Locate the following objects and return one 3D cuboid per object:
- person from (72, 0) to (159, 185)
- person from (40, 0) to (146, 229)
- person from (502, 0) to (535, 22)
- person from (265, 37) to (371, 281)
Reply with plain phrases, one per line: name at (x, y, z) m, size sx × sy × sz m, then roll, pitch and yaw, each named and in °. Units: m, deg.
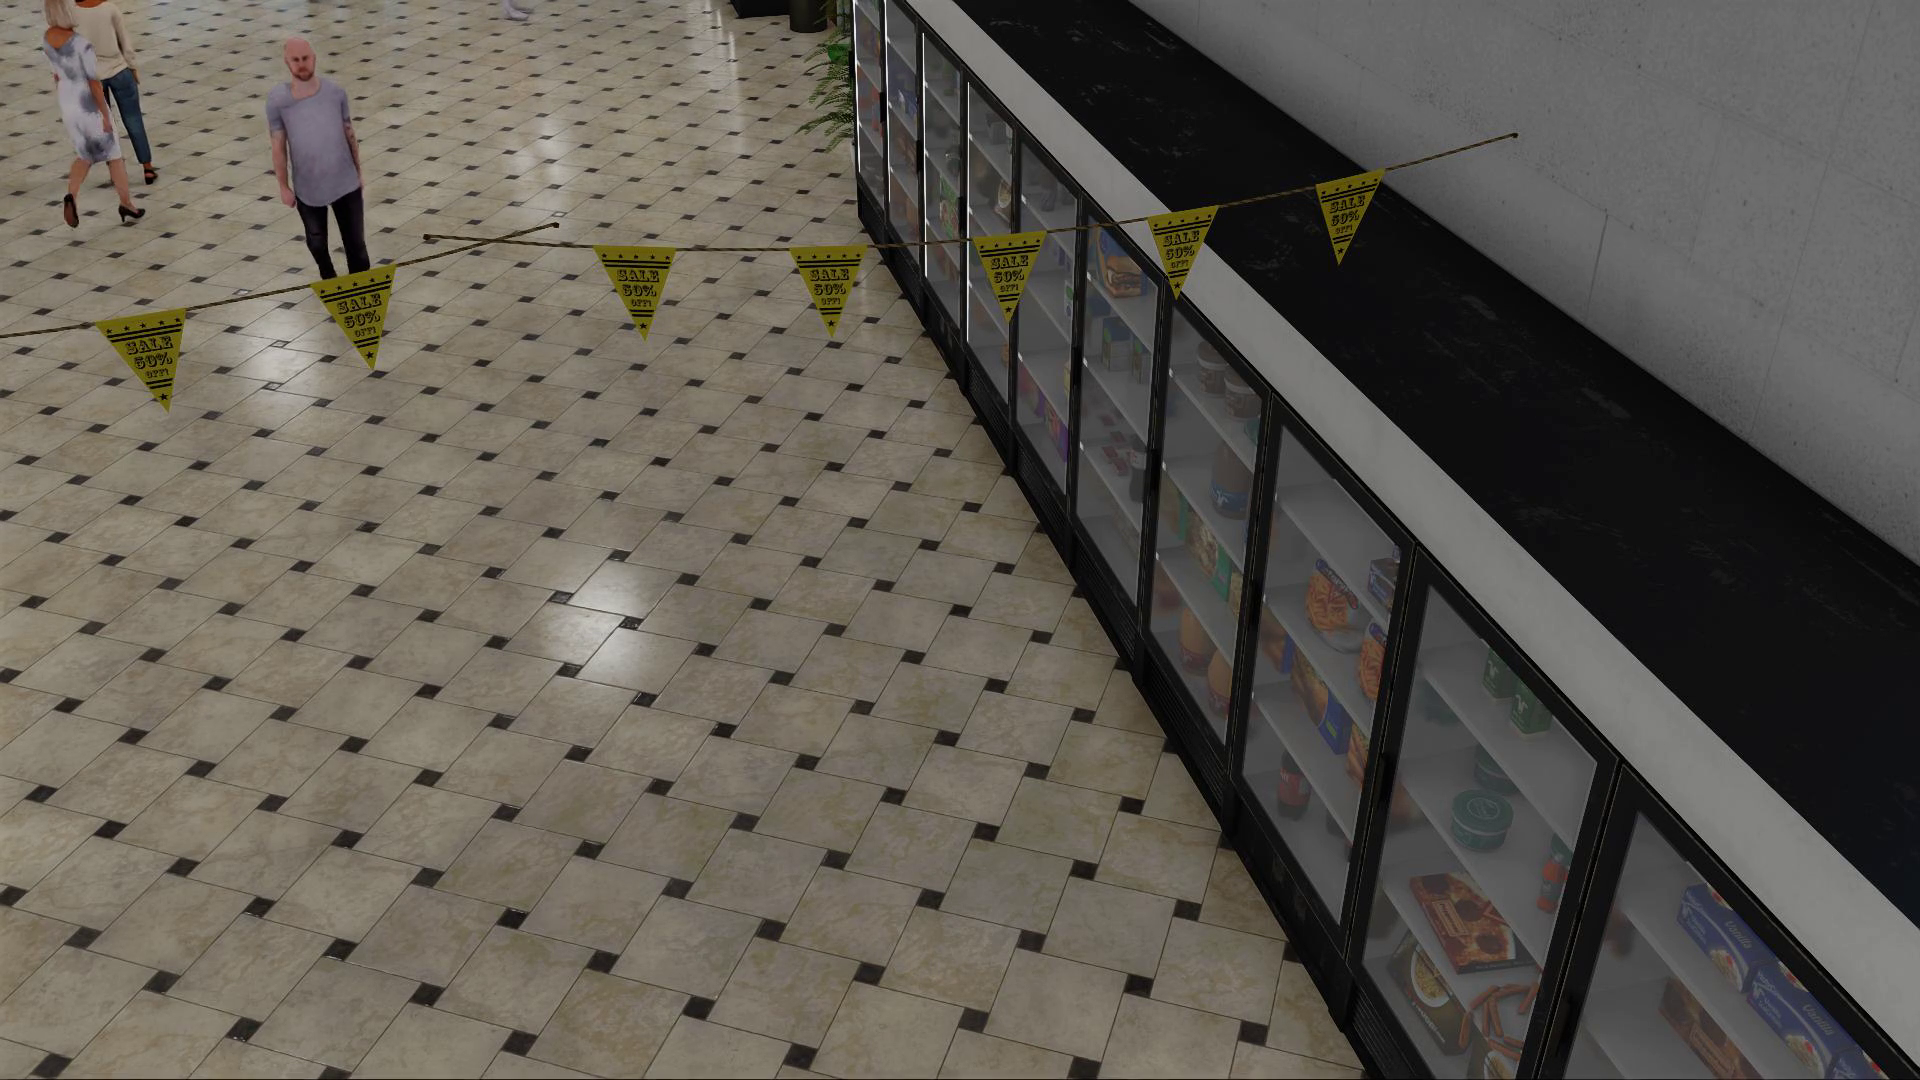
person at (-6.568, -3.563, 12.790) m, size 0.491 × 1.676 × 0.676 m, roll -10°, pitch 33°, yaw -16°
person at (-6.302, -3.034, 11.889) m, size 0.957 × 1.729 × 0.891 m, roll 7°, pitch 32°, yaw 10°
person at (-4.695, -6.277, 17.045) m, size 0.666 × 1.789 × 0.698 m, roll 1°, pitch 32°, yaw 1°
person at (-4.068, -2.288, 10.621) m, size 1.213 × 1.801 × 0.911 m, roll -15°, pitch 35°, yaw -22°
